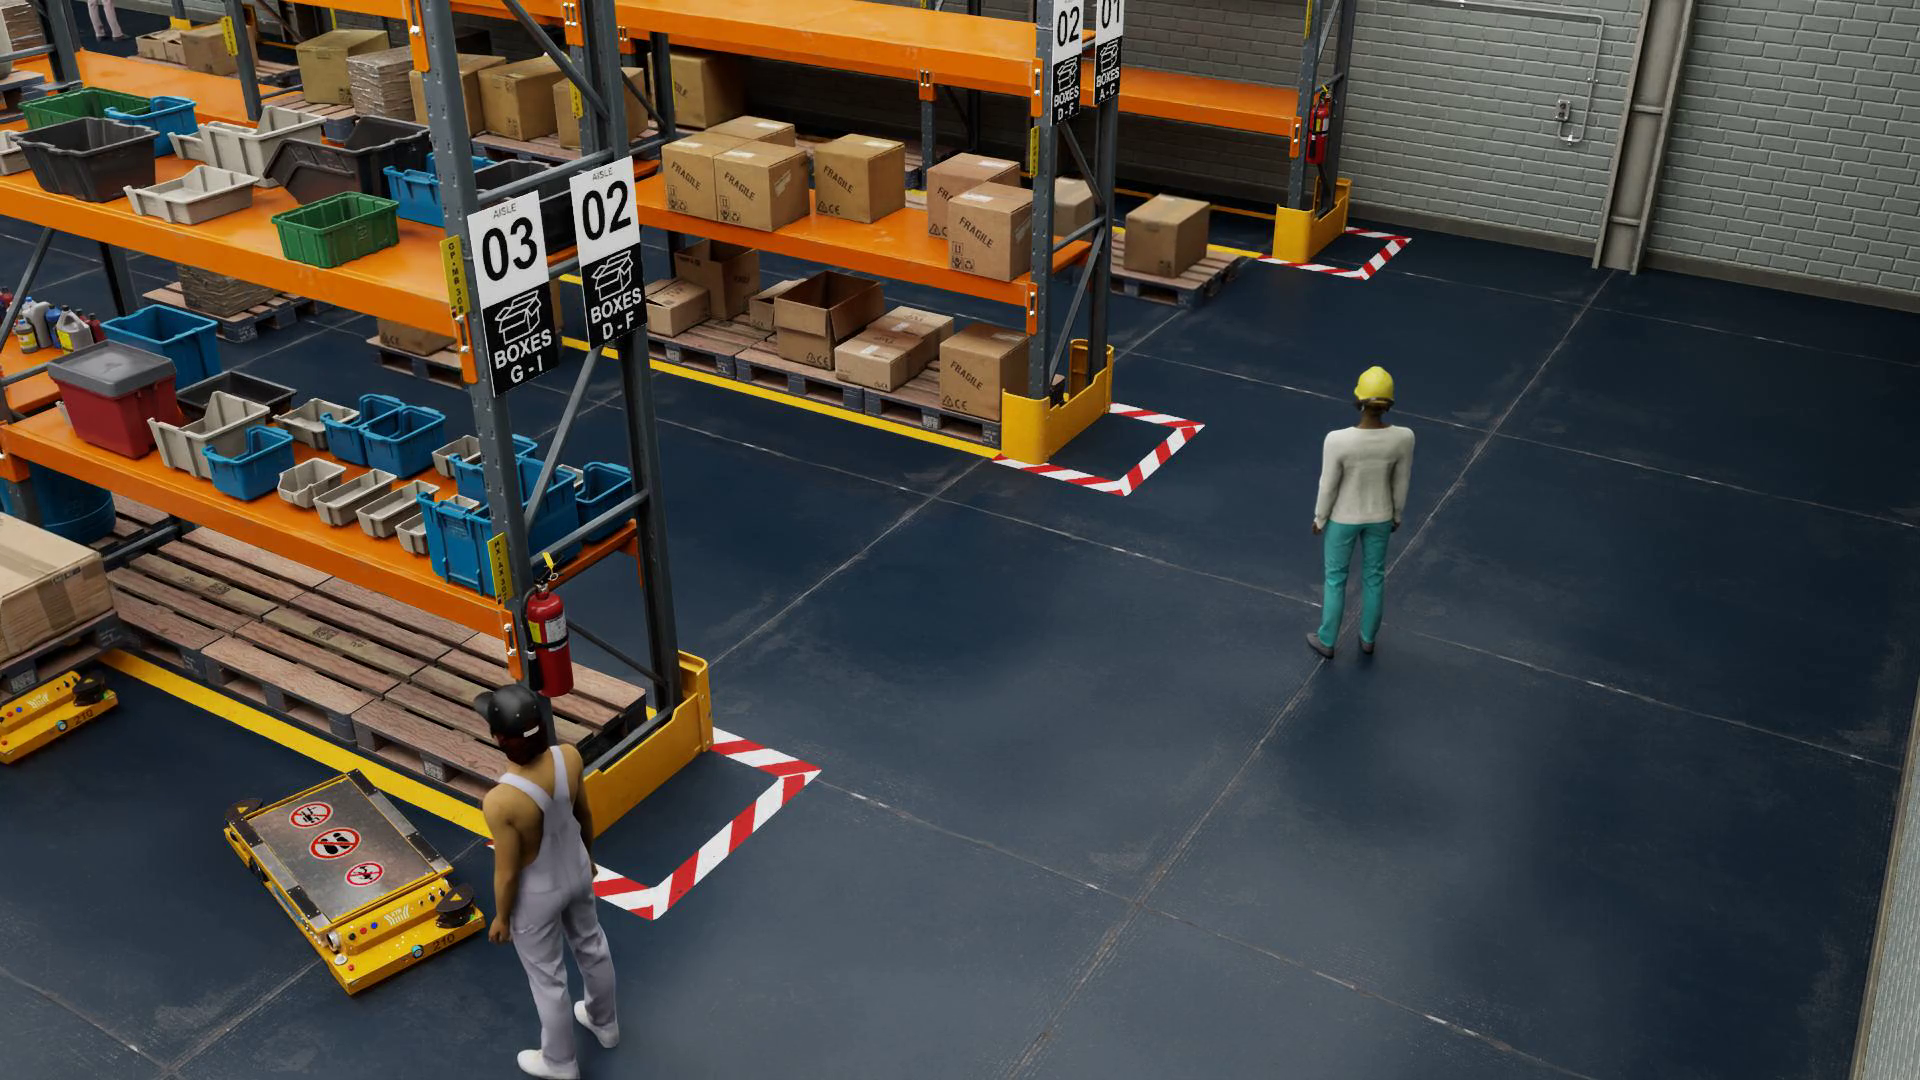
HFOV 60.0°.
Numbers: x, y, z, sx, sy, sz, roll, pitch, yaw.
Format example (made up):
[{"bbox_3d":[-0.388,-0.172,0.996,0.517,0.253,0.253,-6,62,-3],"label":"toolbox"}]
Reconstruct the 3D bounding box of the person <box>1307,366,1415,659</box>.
[{"bbox_3d":[2.239,-0.142,9.350,0.533,1.767,0.313,-4,29,-7],"label":"person"}]

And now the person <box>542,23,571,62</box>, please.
[{"bbox_3d":[-4.128,-4.471,17.185,0.317,1.699,0.538,-24,37,-36],"label":"person"}]

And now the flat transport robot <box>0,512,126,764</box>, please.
[{"bbox_3d":[-5.416,0.795,9.207,1.431,0.231,0.659,16,33,27],"label":"flat transport robot"}]

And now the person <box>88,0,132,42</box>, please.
[{"bbox_3d":[-12.078,-7.892,23.174,0.563,1.846,0.395,5,30,9],"label":"person"}]

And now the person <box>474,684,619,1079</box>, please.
[{"bbox_3d":[-1.657,1.350,6.573,0.373,1.864,0.518,19,34,30],"label":"person"}]

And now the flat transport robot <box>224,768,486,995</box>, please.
[{"bbox_3d":[-2.885,1.553,7.847,0.659,0.231,1.431,-24,37,-36],"label":"flat transport robot"}]
